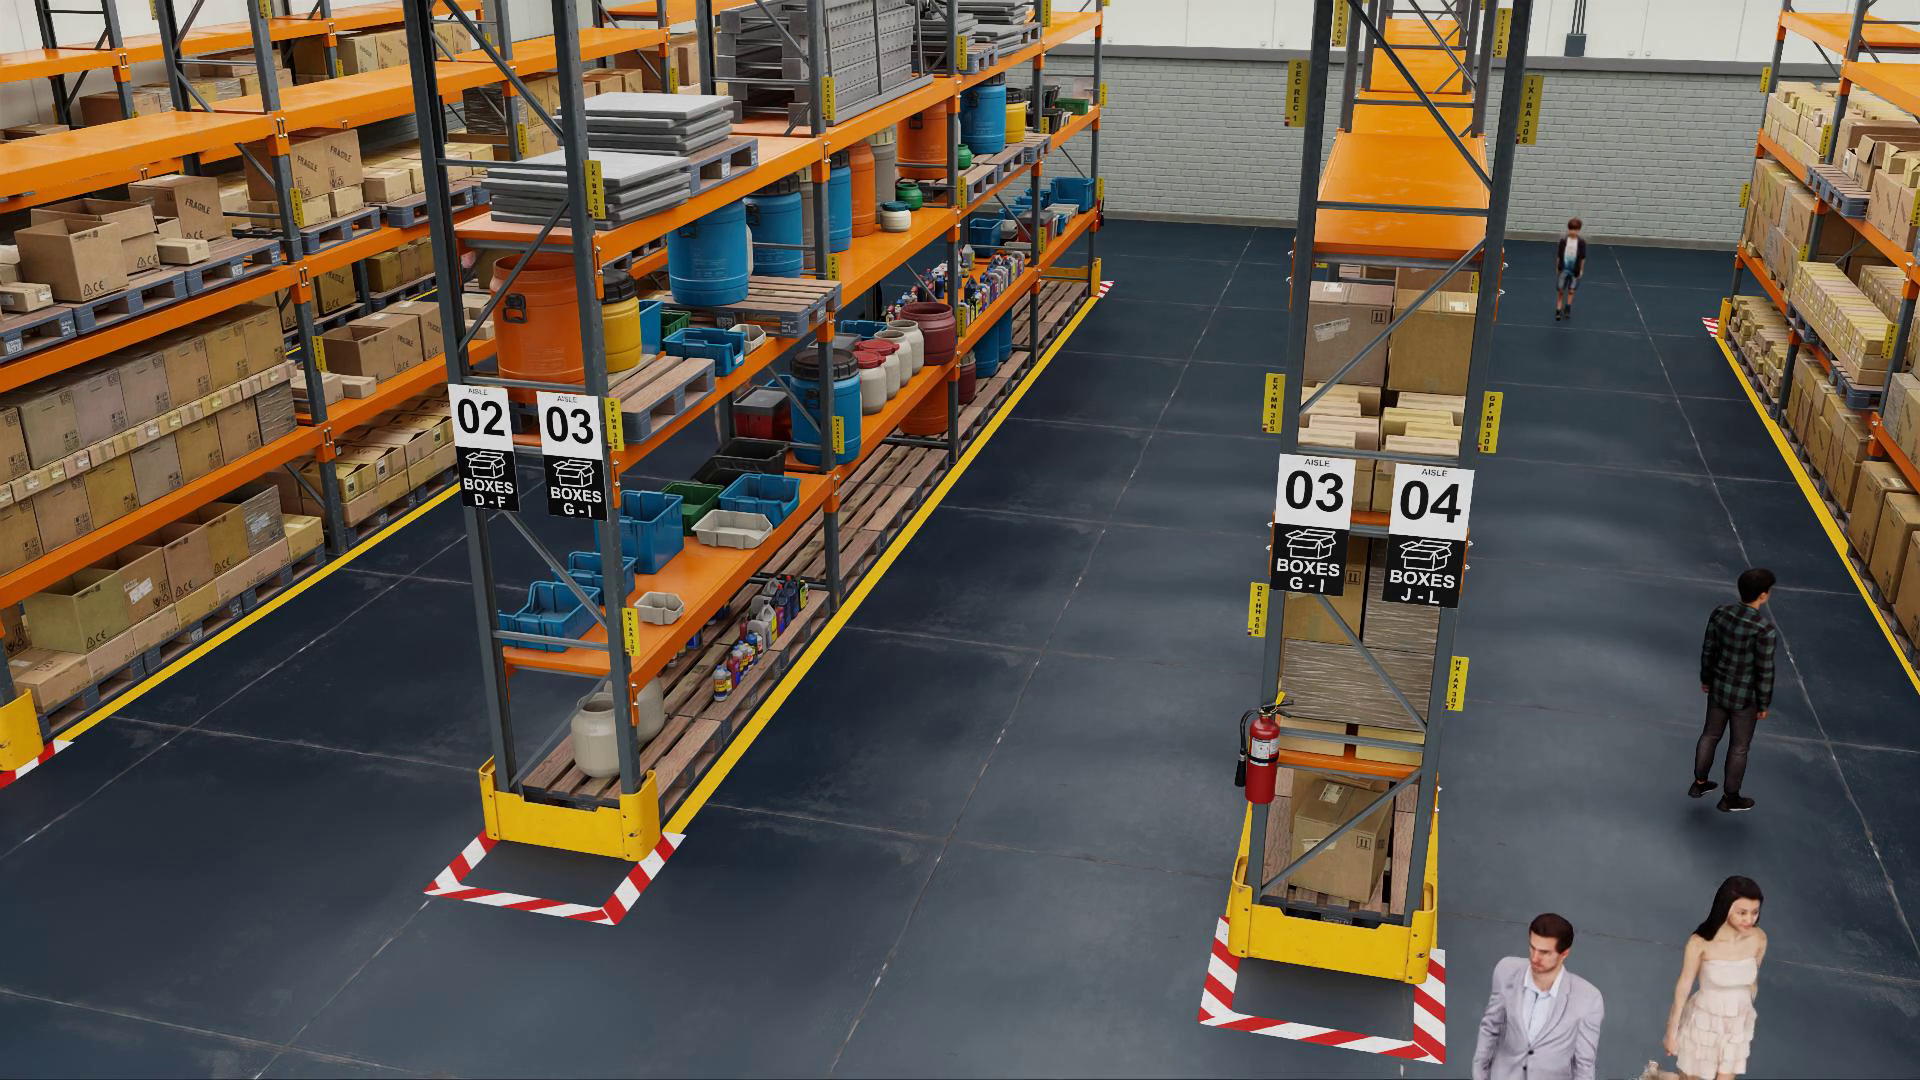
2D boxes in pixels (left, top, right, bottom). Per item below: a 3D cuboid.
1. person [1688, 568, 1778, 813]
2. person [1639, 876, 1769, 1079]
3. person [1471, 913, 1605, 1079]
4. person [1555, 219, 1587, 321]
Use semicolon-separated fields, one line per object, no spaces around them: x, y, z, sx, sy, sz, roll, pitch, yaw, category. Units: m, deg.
5.173;0.976;11.066;0.774;1.715;0.733;-12;25;-27;person
3.626;2.348;8.118;0.769;1.722;0.961;-3;22;-7;person
2.682;2.475;7.653;0.828;1.839;0.855;19;29;39;person
8.698;-3.844;23.671;0.590;1.408;0.962;8;24;19;person
